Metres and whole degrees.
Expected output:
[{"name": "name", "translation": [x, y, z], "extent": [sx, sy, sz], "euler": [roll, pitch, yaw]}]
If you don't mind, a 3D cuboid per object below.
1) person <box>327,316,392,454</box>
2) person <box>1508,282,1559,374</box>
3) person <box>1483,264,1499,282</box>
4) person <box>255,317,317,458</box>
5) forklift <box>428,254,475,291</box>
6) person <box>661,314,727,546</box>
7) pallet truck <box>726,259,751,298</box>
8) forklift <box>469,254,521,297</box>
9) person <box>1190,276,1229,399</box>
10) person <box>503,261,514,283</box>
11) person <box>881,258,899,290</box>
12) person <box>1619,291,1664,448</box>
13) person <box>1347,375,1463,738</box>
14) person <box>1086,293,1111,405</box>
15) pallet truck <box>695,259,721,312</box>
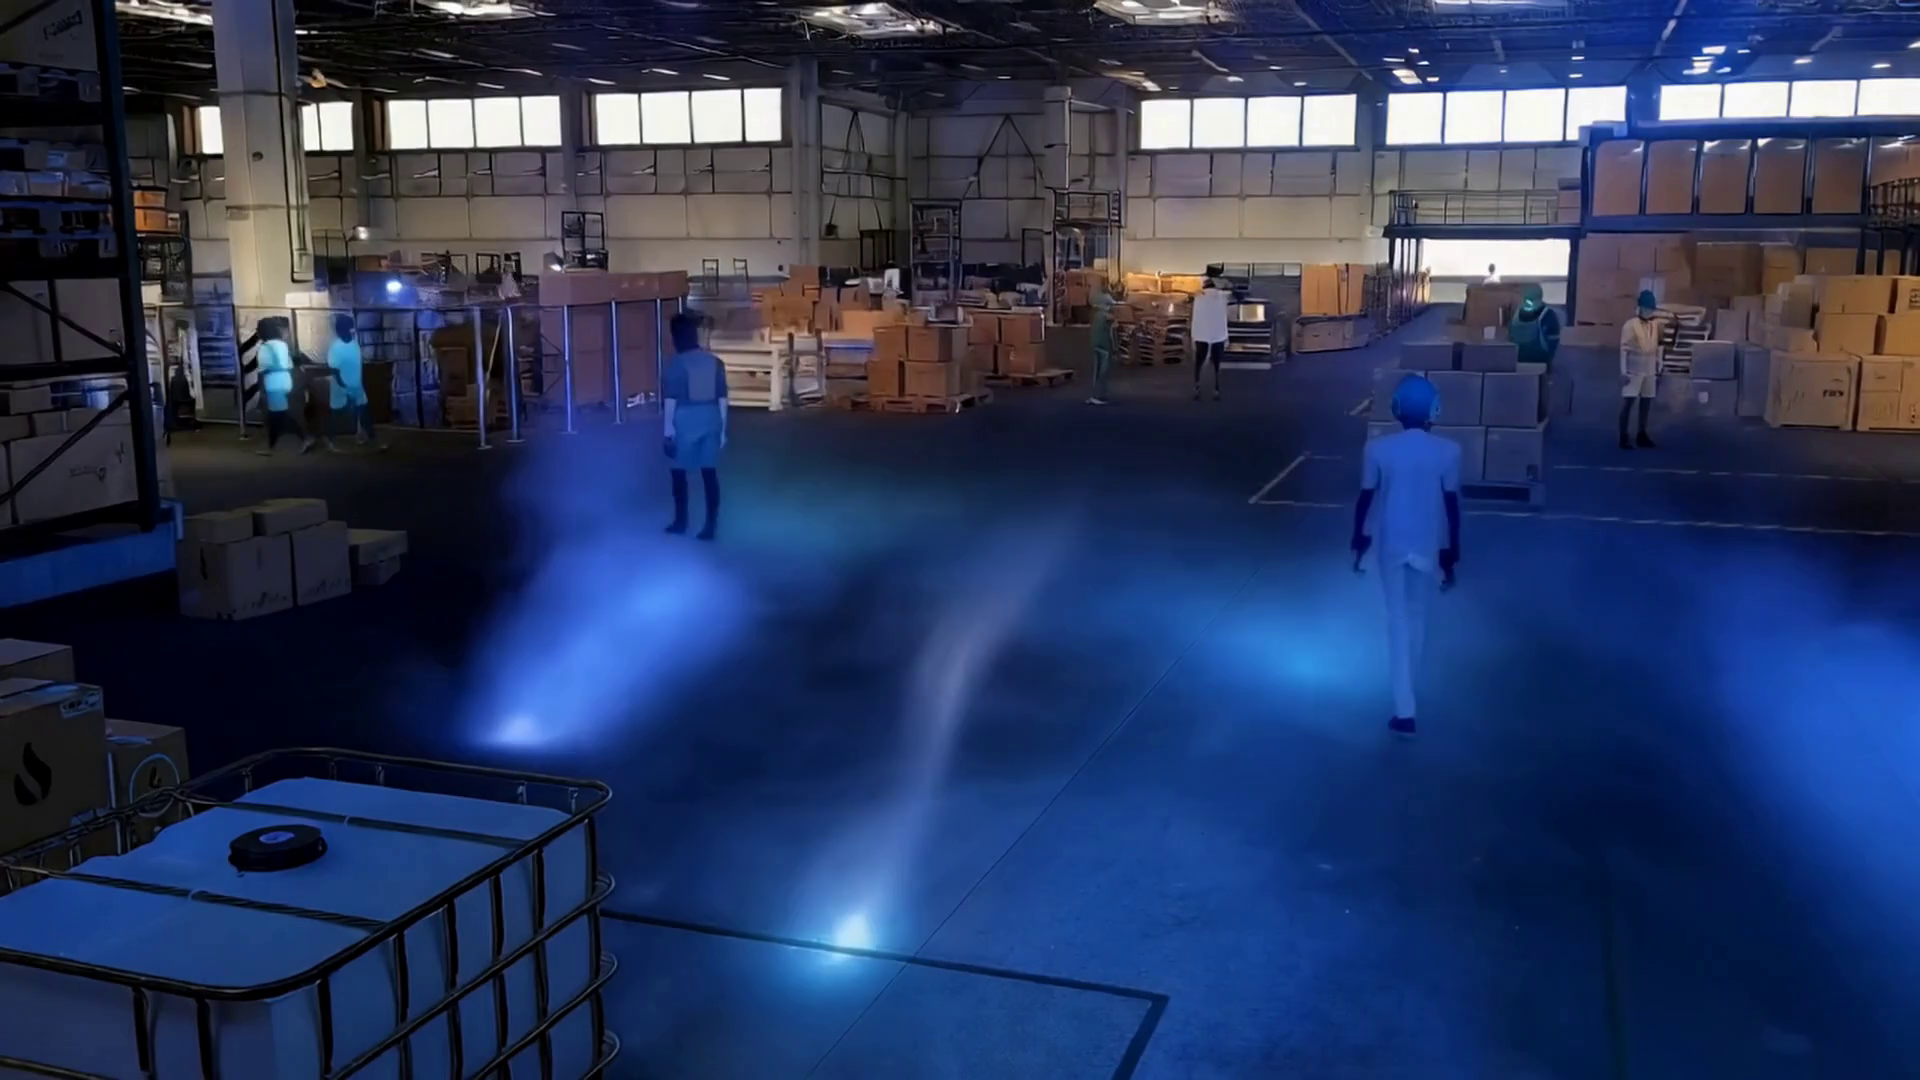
[{"name": "person", "translation": [-7.263, -1.839, 19.866], "extent": [0.859, 1.647, 0.553], "euler": [4, 11, 20]}, {"name": "person", "translation": [7.377, -2.359, 21.724], "extent": [0.758, 2.000, 0.707], "euler": [-10, 14, -44]}, {"name": "person", "translation": [17.423, -8.116, 54.617], "extent": [0.586, 1.868, 0.451], "euler": [-3, 10, -16]}, {"name": "person", "translation": [-7.967, -1.787, 19.556], "extent": [0.803, 1.664, 0.547], "euler": [1, 10, 8]}, {"name": "forklift", "translation": [-20.133, -10.254, 65.465], "extent": [1.157, 1.987, 2.680], "euler": [3, 11, 19]}, {"name": "person", "translation": [-2.265, -0.929, 13.977], "extent": [0.663, 1.918, 0.834], "euler": [-8, 13, -37]}, {"name": "pallet truck", "translation": [-7.986, -9.493, 62.019], "extent": [0.823, 1.965, 1.885], "euler": [3, 11, 17]}, {"name": "forklift", "translation": [-17.990, -10.121, 64.684], "extent": [1.157, 1.987, 2.680], "euler": [3, 11, 17]}, {"name": "person", "translation": [4.048, -3.271, 26.994], "extent": [0.613, 1.993, 0.379], "euler": [1, 10, 5]}, {"name": "person", "translation": [-16.560, -9.281, 61.129], "extent": [0.446, 1.891, 0.646], "euler": [-3, 11, -17]}, {"name": "person", "translation": [-2.480, -8.957, 58.919], "extent": [0.625, 2.027, 0.764], "euler": [1, 10, 4]}, {"name": "person", "translation": [8.406, -2.093, 20.512], "extent": [0.545, 1.939, 0.354], "euler": [-2, 10, -9]}, {"name": "person", "translation": [2.308, 0.054, 8.709], "extent": [0.532, 1.825, 0.948], "euler": [1, 10, 5]}, {"name": "person", "translation": [2.193, -2.984, 26.045], "extent": [0.331, 1.760, 0.527], "euler": [-5, 11, -27]}, {"name": "pallet truck", "translation": [-9.165, -9.627, 62.776], "extent": [0.823, 1.965, 1.885], "euler": [4, 11, 23]}]
